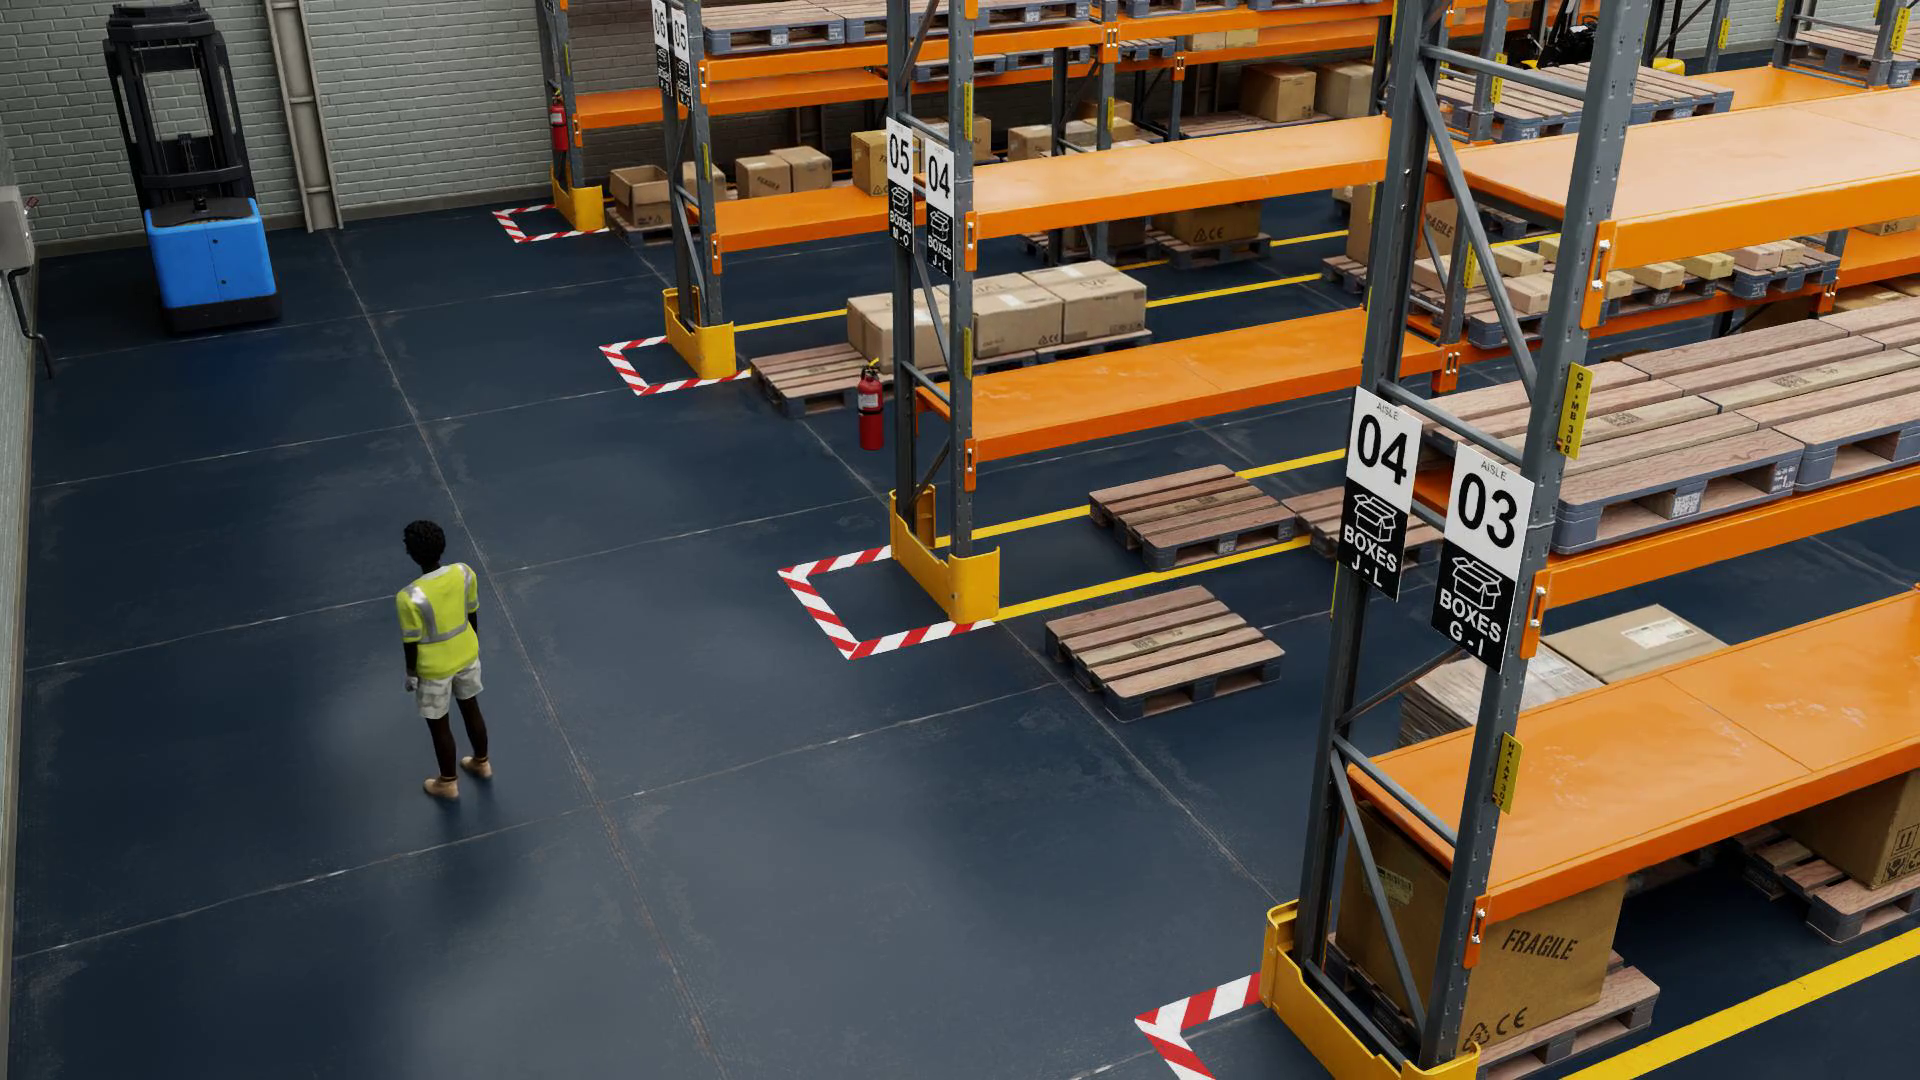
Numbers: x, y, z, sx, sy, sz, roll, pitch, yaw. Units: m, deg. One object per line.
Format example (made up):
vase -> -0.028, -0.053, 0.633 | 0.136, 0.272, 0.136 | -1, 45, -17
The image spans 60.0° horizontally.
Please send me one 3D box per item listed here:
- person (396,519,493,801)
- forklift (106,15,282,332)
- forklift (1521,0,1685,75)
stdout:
person -> -2.872, 0.666, 9.286 | 0.319, 1.687, 0.537 | 15, 31, 27
forklift -> -7.548, -3.672, 16.323 | 1.129, 2.768, 1.873 | -12, 30, -22
forklift -> 8.950, -6.807, 23.056 | 1.214, 2.155, 2.313 | -12, 30, -22
